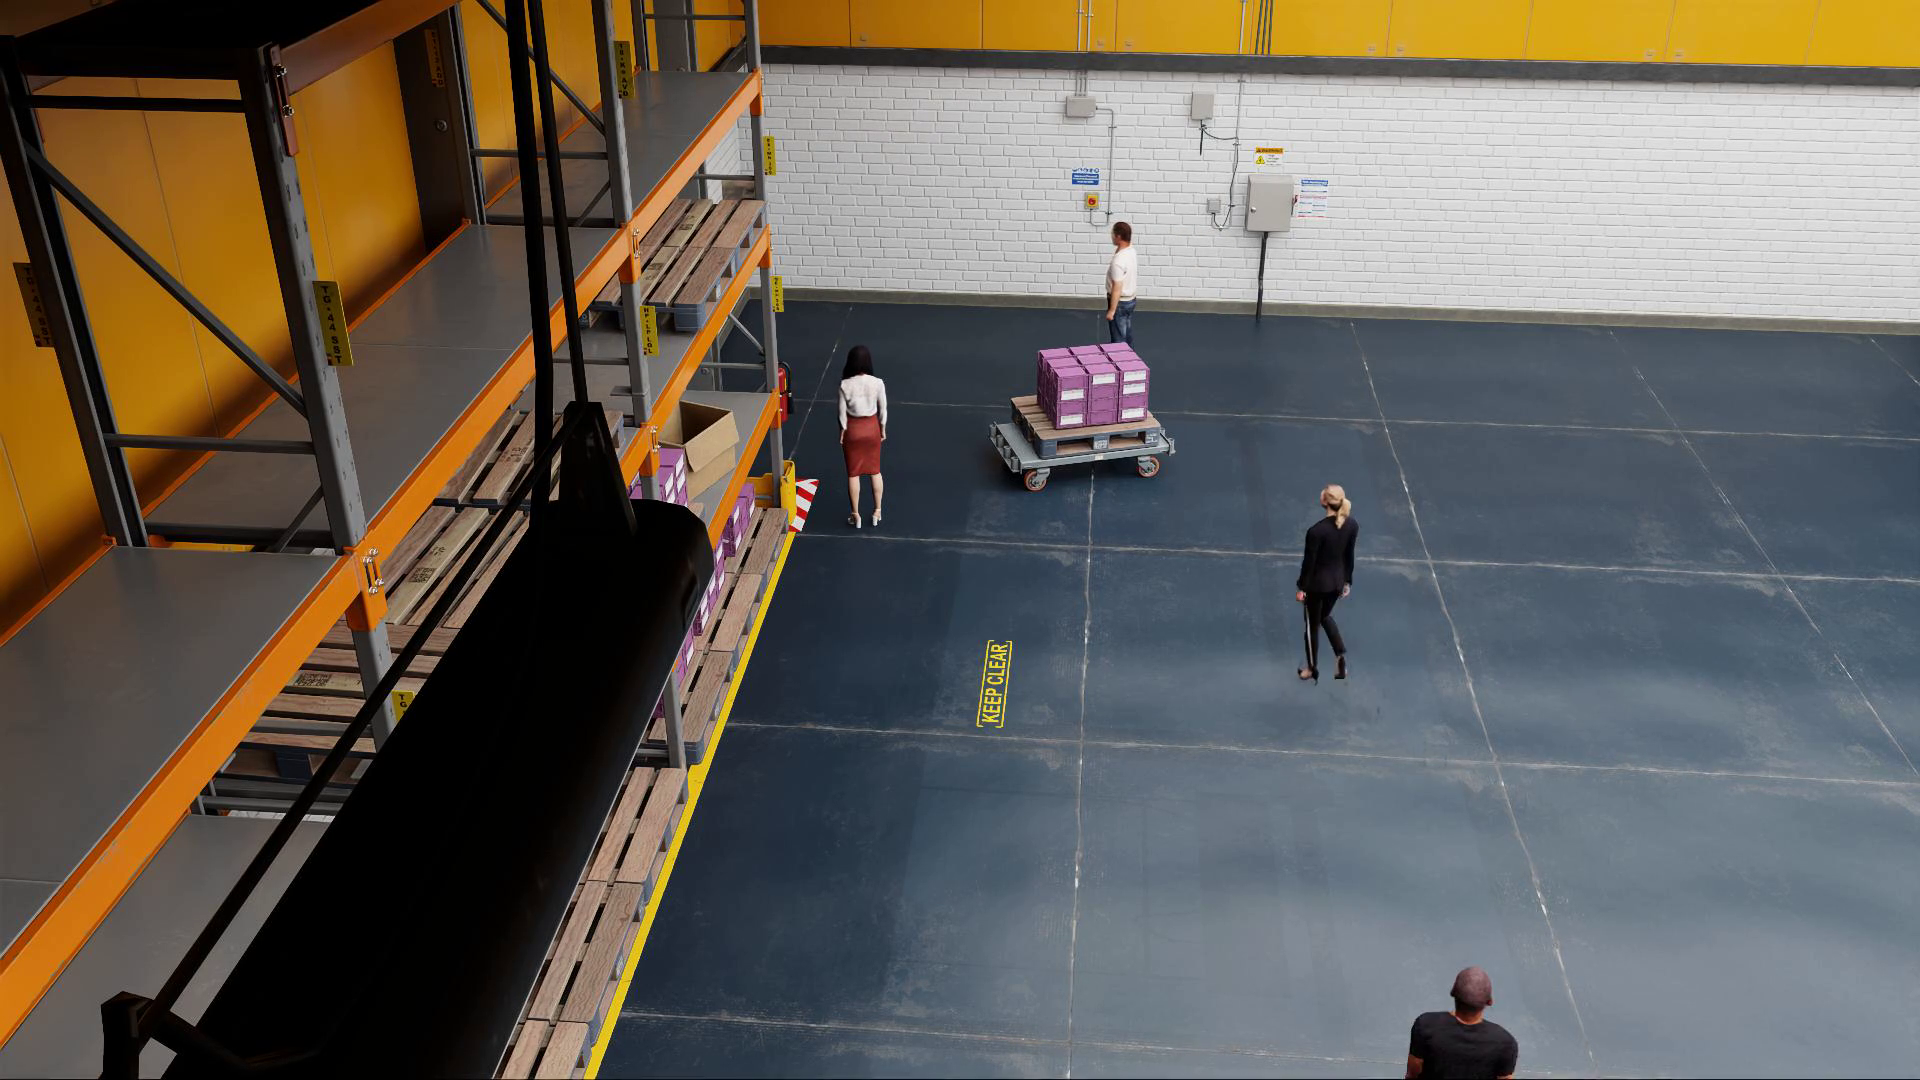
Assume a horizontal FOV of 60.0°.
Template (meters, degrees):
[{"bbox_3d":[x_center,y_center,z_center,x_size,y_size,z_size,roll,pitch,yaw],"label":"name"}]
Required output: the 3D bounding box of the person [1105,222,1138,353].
[{"bbox_3d":[1.728,-2.480,17.644,0.792,1.851,0.636,12,31,22],"label":"person"}]

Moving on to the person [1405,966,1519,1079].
[{"bbox_3d":[2.342,2.833,7.977,0.808,1.782,1.123,9,30,16],"label":"person"}]

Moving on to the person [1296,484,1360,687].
[{"bbox_3d":[2.797,0.399,12.529,0.796,1.696,0.863,-15,32,-26],"label":"person"}]

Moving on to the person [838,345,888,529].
[{"bbox_3d":[-0.876,-0.922,14.892,0.658,1.751,0.625,-7,29,-13],"label":"person"}]
